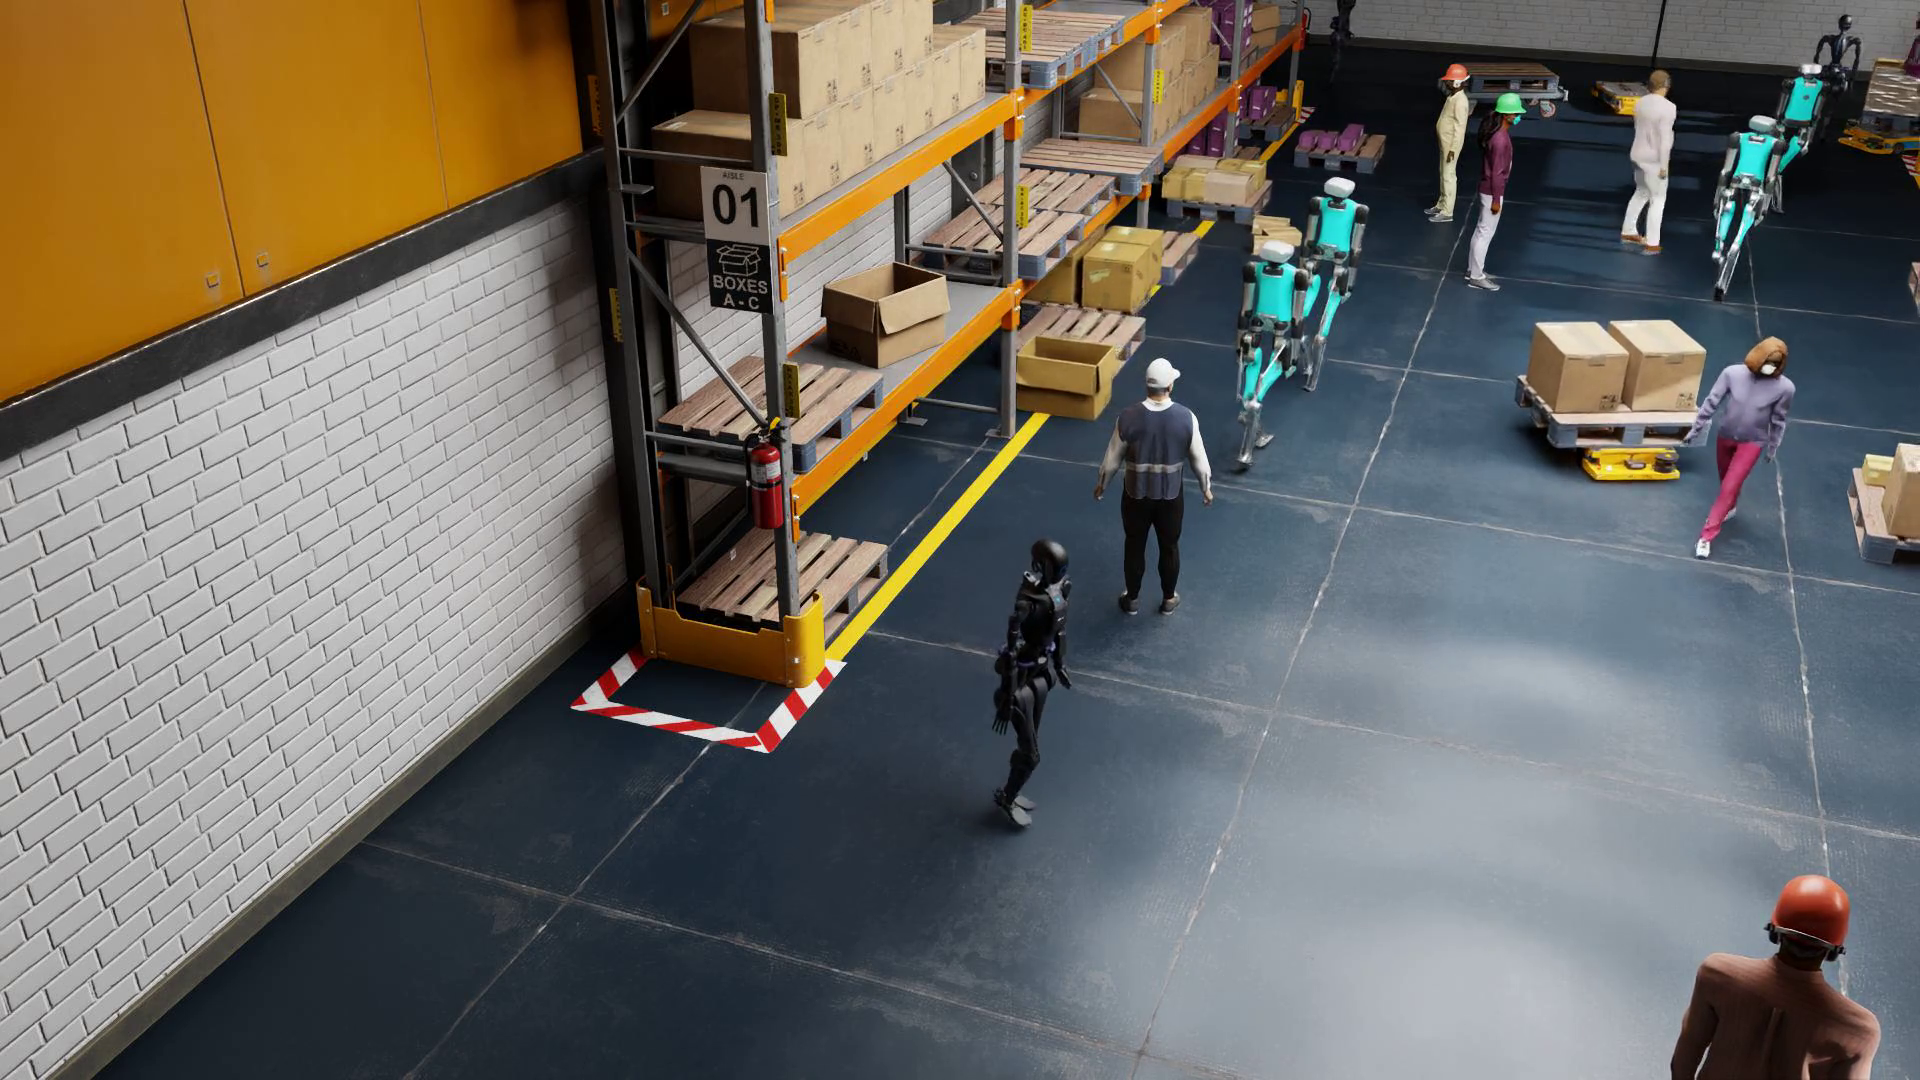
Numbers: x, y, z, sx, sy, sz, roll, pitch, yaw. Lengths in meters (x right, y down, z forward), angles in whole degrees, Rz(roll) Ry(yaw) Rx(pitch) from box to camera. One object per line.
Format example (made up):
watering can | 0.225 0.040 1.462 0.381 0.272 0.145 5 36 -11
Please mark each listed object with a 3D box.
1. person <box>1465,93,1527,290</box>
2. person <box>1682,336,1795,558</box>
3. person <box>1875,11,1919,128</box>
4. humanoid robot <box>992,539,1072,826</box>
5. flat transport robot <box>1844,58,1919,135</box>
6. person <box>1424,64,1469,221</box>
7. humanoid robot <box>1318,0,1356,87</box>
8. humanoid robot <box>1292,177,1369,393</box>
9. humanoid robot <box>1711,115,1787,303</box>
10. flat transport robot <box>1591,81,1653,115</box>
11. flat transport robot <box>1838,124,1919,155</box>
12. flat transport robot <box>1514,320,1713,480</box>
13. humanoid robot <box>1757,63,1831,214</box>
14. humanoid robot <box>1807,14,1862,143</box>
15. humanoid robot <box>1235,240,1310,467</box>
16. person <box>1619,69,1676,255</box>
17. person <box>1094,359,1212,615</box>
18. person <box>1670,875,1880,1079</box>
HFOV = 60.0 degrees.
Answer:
person | 5.351 -3.510 16.725 0.422 1.949 0.501 5 28 10
person | 5.467 -0.713 11.679 0.569 1.580 0.856 24 36 38
person | 12.519 -6.113 21.929 0.963 1.799 0.606 12 30 22
humanoid robot | 0.367 0.731 8.804 0.383 1.645 0.616 18 32 31
flat transport robot | 12.803 -5.556 22.527 1.431 0.231 0.659 15 31 27
person | 5.532 -4.505 18.867 0.340 1.749 0.571 3 27 5
humanoid robot | 5.741 -7.722 25.197 0.410 1.647 0.600 12 30 22
humanoid robot | 3.094 -2.127 14.372 0.544 1.882 0.823 15 31 27
humanoid robot | 7.668 -3.229 16.437 0.554 1.761 0.979 17 32 29
flat transport robot | 9.742 -6.445 24.251 0.659 0.231 1.431 1 27 3
flat transport robot | 12.503 -5.318 22.066 1.431 0.231 0.659 -7 28 -13
flat transport robot | 5.198 -0.852 13.404 0.659 0.231 1.431 -1 27 -1
humanoid robot | 9.560 -4.691 19.315 0.548 1.773 1.034 2 27 4
humanoid robot | 11.570 -6.125 22.093 0.603 1.650 0.336 18 32 31
humanoid robot | 2.282 -1.362 12.842 0.534 1.774 1.015 15 31 27
person | 7.417 -4.064 17.869 0.432 1.896 0.677 -5 28 -9
person | 1.252 -0.329 10.762 0.766 1.755 0.439 2 27 4
person | 2.844 2.036 5.934 0.610 1.986 0.402 21 34 35
